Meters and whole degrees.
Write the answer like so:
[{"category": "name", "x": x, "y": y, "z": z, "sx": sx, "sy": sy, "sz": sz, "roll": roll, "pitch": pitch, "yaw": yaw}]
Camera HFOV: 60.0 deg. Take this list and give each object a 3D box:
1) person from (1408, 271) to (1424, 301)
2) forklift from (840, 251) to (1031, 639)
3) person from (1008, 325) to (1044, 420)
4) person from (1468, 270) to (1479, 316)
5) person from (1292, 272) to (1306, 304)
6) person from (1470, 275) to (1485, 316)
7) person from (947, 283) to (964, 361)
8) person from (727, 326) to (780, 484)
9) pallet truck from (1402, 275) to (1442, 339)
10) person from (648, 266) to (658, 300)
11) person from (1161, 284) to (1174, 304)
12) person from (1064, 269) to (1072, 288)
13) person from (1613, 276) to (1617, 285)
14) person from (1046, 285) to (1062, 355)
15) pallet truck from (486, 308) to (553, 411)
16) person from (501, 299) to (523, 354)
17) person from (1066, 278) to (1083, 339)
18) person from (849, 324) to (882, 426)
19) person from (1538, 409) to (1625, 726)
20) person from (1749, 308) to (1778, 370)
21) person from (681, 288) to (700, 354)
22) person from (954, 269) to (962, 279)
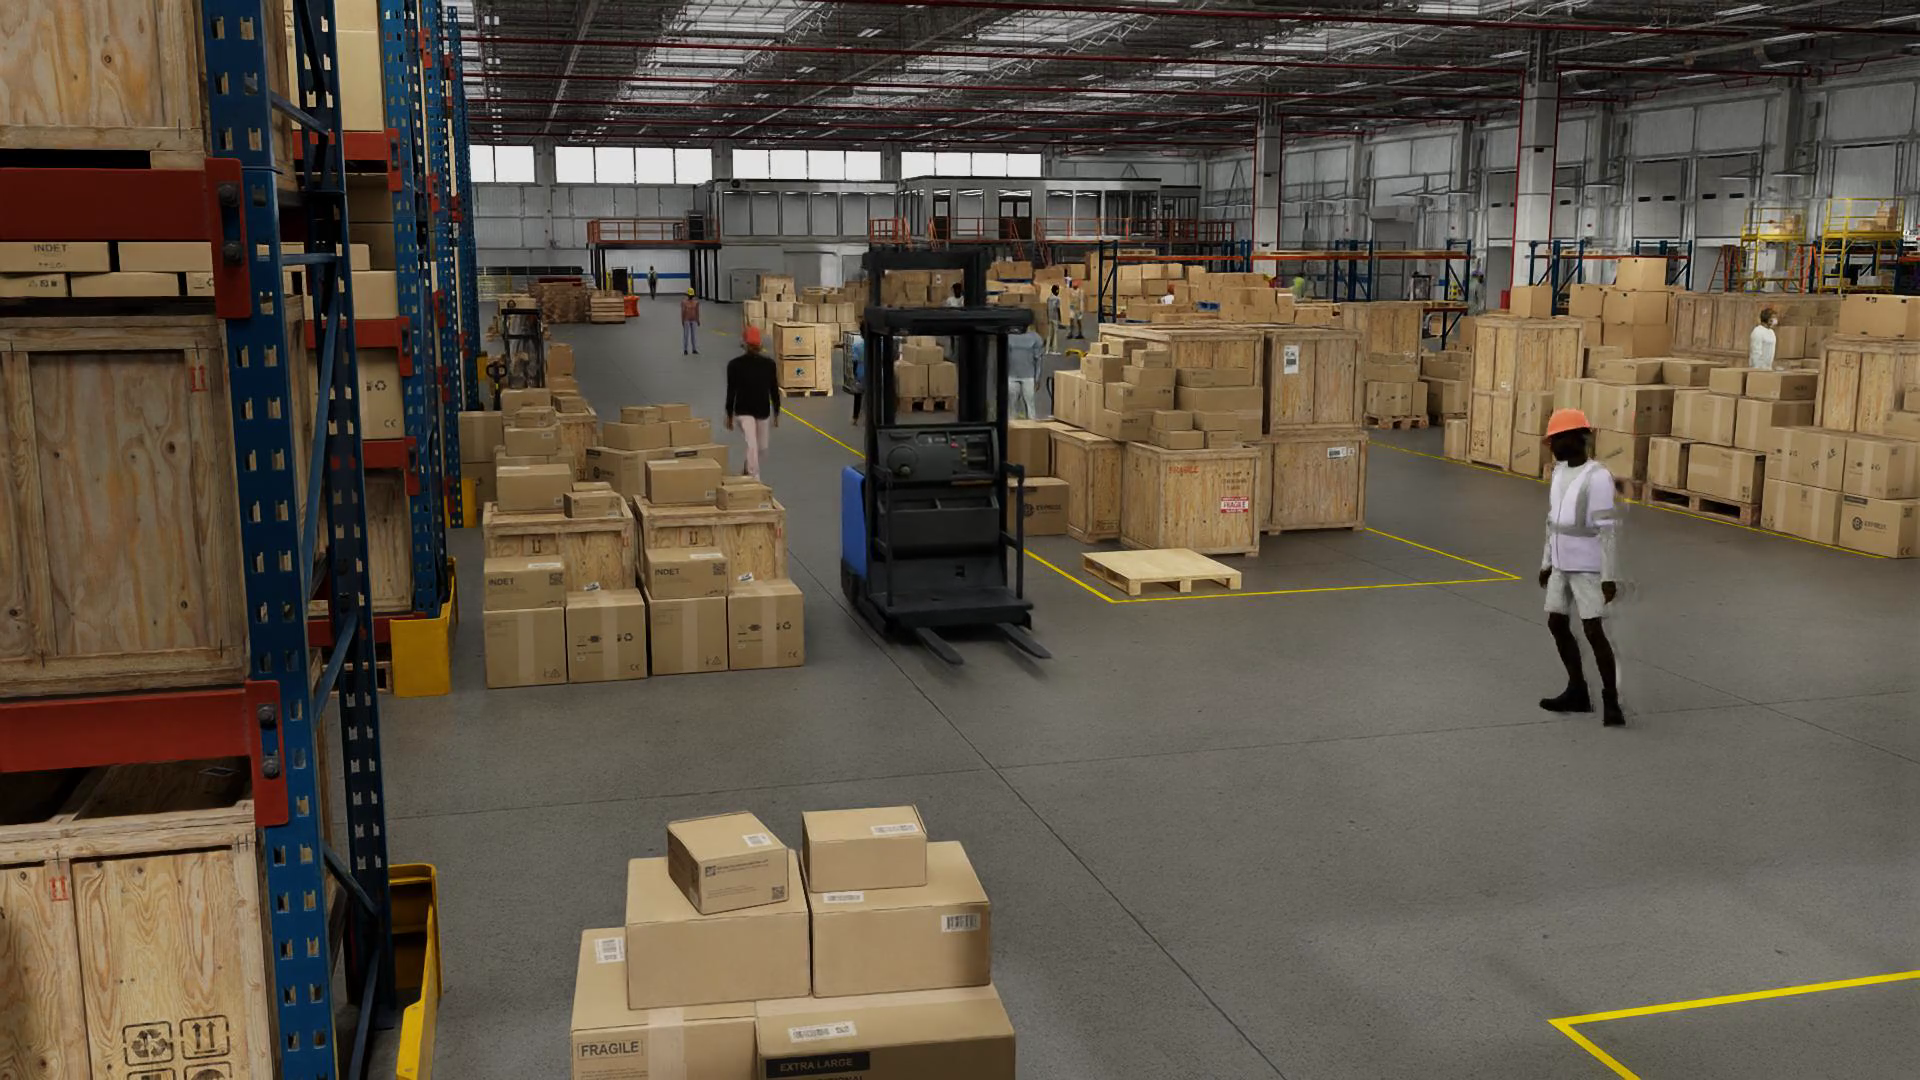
[{"category": "person", "x": 19.304, "y": -10.460, "z": 70.421, "sx": 0.630, "sy": 1.821, "sz": 0.700, "roll": 2, "pitch": 10, "yaw": 13}, {"category": "forklift", "x": -0.257, "y": -0.821, "z": 12.822, "sx": 1.129, "sy": 2.768, "sz": 1.873, "roll": -3, "pitch": 10, "yaw": -15}, {"category": "person", "x": 0.895, "y": -2.340, "z": 24.092, "sx": 0.630, "sy": 1.940, "sz": 0.372, "roll": 4, "pitch": 11, "yaw": 21}, {"category": "person", "x": 20.690, "y": -9.887, "z": 66.914, "sx": 0.617, "sy": 1.915, "sz": 0.605, "roll": 0, "pitch": 10, "yaw": -3}, {"category": "person", "x": 14.282, "y": -10.371, "z": 70.045, "sx": 0.619, "sy": 1.788, "sz": 1.018, "roll": 8, "pitch": 13, "yaw": 37}, {"category": "person", "x": 19.387, "y": -8.994, "z": 62.131, "sx": 0.544, "sy": 1.822, "sz": 0.997, "roll": -6, "pitch": 11, "yaw": -29}, {"category": "person", "x": -0.056, "y": -5.479, "z": 41.786, "sx": 0.613, "sy": 1.963, "sz": 0.362, "roll": 2, "pitch": 10, "yaw": 10}, {"category": "person", "x": -2.417, "y": -1.504, "z": 19.290, "sx": 0.619, "sy": 1.970, "sz": 0.860, "roll": -6, "pitch": 11, "yaw": -29}, {"category": "pallet truck", "x": 14.620, "y": -7.324, "z": 52.145, "sx": 0.823, "sy": 1.965, "sz": 1.885, "roll": 8, "pitch": 13, "yaw": 40}, {"category": "person", "x": -16.503, "y": -13.811, "z": 89.357, "sx": 0.545, "sy": 1.828, "sz": 0.397, "roll": 0, "pitch": 10, "yaw": -2}, {"category": "person", "x": 5.530, "y": -5.732, "z": 43.454, "sx": 0.573, "sy": 1.883, "sz": 0.356, "roll": 6, "pitch": 12, "yaw": 33}, {"category": "person", "x": 4.370, "y": -10.299, "z": 69.243, "sx": 0.588, "sy": 1.912, "sz": 0.377, "roll": -1, "pitch": 10, "yaw": -4}, {"category": "person", "x": 19.164, "y": -6.709, "z": 48.543, "sx": 0.683, "sy": 2.000, "sz": 0.536, "roll": -2, "pitch": 10, "yaw": -13}, {"category": "person", "x": 2.501, "y": -5.831, "z": 44.104, "sx": 0.333, "sy": 1.861, "sz": 0.501, "roll": -8, "pitch": 13, "yaw": -40}, {"category": "pallet truck", "x": -6.242, "y": -2.418, "z": 24.362, "sx": 0.823, "sy": 1.965, "sz": 1.885, "roll": 1, "pitch": 10, "yaw": 3}, {"category": "person", "x": -10.474, "y": -4.805, "z": 38.890, "sx": 0.512, "sy": 1.642, "sz": 0.312, "roll": -6, "pitch": 12, "yaw": -30}, {"category": "person", "x": 3.563, "y": -7.140, "z": 51.409, "sx": 0.567, "sy": 1.878, "sz": 0.930, "roll": 6, "pitch": 12, "yaw": 32}, {"category": "person", "x": -1.481, "y": -2.593, "z": 26.335, "sx": 0.559, "sy": 1.641, "sz": 0.874, "roll": -4, "pitch": 11, "yaw": -24}, {"category": "person", "x": 3.788, "y": 0.161, "z": 10.081, "sx": 0.402, "sy": 1.882, "sz": 0.747, "roll": -3, "pitch": 10, "yaw": -17}, {"category": "person", "x": 12.258, "y": -2.576, "z": 25.427, "sx": 0.355, "sy": 1.936, "sz": 0.636, "roll": 9, "pitch": 14, "yaw": 42}, {"category": "person", "x": -7.208, "y": -5.856, "z": 44.497, "sx": 0.523, "sy": 1.765, "sz": 0.322, "roll": -7, "pitch": 12, "yaw": -33}, {"category": "person", "x": -0.183, "y": -11.111, "z": 73.775, "sx": 1.051, "sy": 1.912, "sz": 0.633, "roll": -3, "pitch": 10, "yaw": -17}]
